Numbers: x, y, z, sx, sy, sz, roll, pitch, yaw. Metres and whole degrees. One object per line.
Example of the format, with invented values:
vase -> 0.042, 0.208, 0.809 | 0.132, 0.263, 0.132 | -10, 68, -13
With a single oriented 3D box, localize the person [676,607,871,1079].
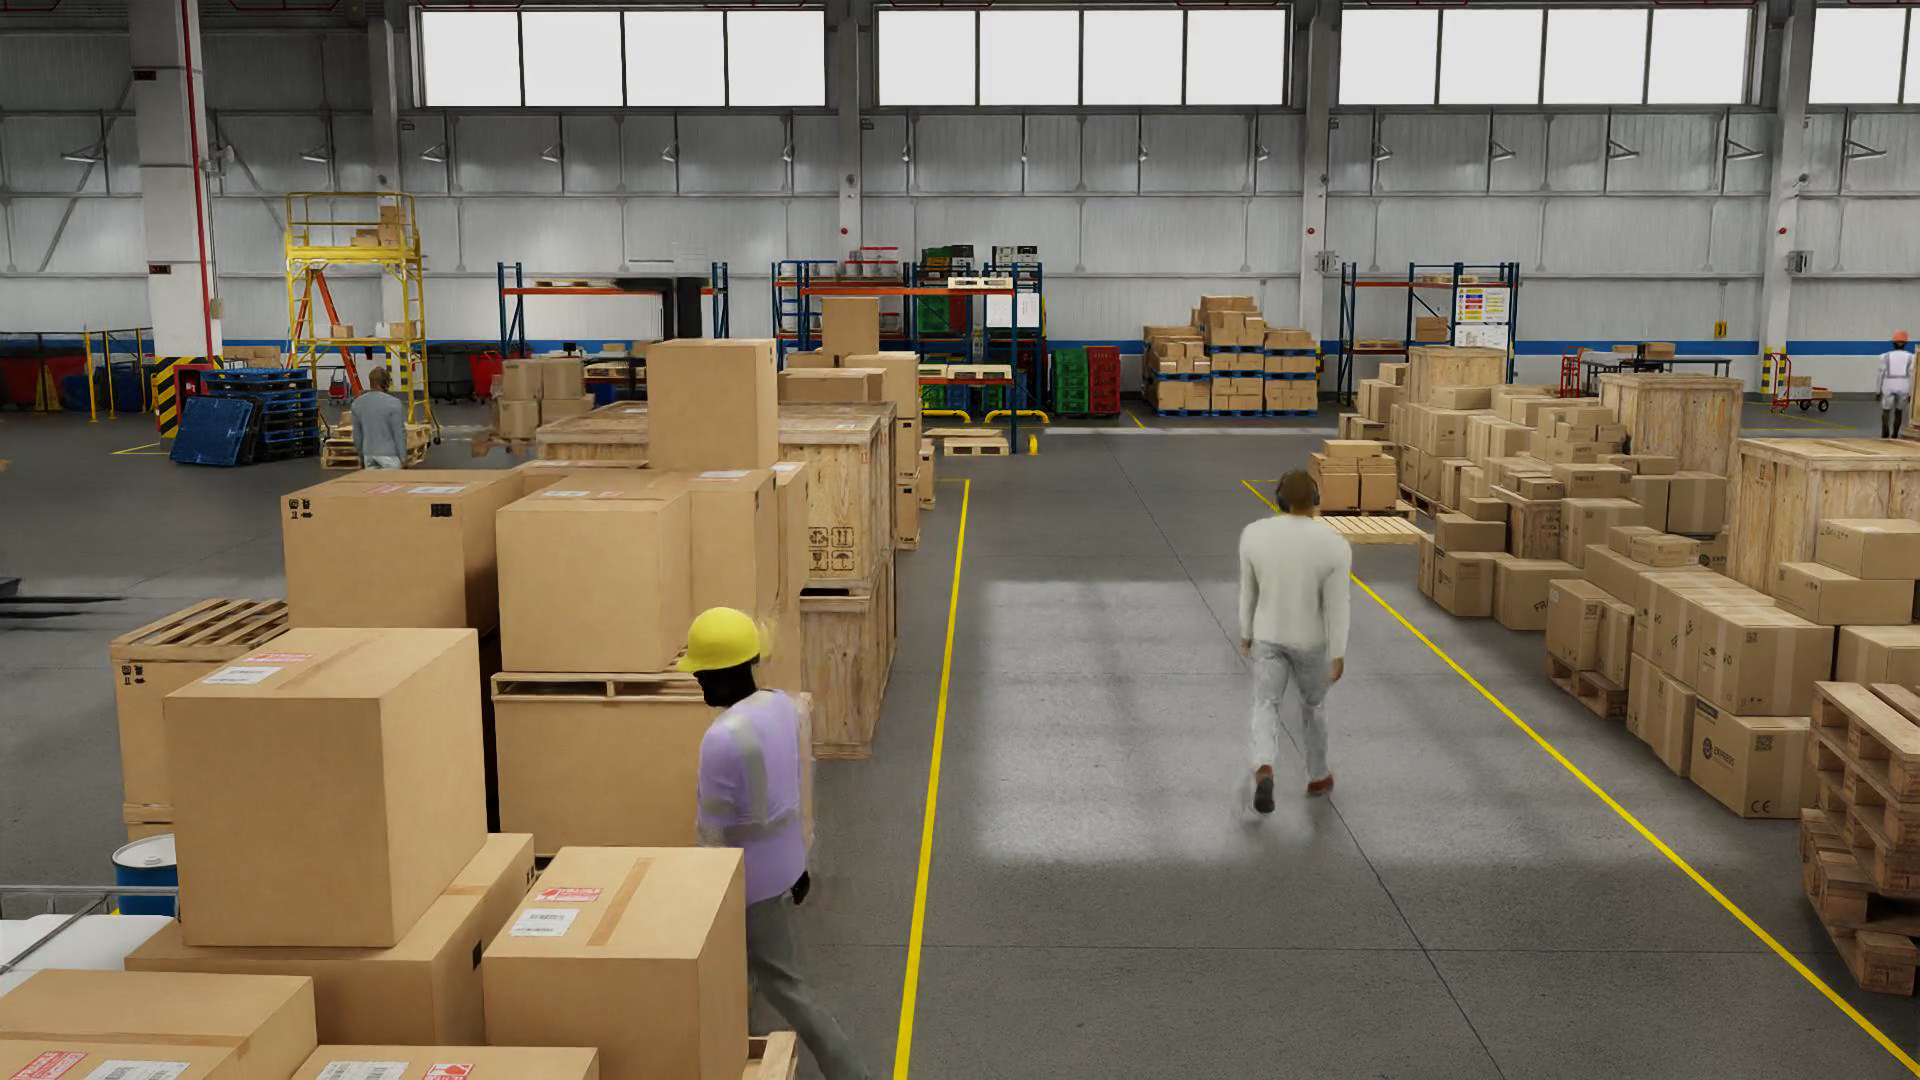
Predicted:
person -> -0.676, 1.147, 5.796 | 0.946, 1.878, 0.601 | 3, 10, 15

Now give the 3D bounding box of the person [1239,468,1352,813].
person -> 1.834, 0.556, 9.203 | 0.639, 1.909, 0.858 | 4, 10, 22

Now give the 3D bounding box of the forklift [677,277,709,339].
forklift -> -3.855, -2.395, 23.983 | 1.873, 2.768, 1.129 | -2, 10, -12

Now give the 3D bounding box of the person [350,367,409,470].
person -> -6.140, -0.869, 17.674 | 0.627, 1.934, 0.370 | 3, 10, 17

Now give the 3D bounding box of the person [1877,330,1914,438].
person -> 15.476, -2.501, 27.493 | 0.550, 1.918, 0.540 | 5, 11, 28
